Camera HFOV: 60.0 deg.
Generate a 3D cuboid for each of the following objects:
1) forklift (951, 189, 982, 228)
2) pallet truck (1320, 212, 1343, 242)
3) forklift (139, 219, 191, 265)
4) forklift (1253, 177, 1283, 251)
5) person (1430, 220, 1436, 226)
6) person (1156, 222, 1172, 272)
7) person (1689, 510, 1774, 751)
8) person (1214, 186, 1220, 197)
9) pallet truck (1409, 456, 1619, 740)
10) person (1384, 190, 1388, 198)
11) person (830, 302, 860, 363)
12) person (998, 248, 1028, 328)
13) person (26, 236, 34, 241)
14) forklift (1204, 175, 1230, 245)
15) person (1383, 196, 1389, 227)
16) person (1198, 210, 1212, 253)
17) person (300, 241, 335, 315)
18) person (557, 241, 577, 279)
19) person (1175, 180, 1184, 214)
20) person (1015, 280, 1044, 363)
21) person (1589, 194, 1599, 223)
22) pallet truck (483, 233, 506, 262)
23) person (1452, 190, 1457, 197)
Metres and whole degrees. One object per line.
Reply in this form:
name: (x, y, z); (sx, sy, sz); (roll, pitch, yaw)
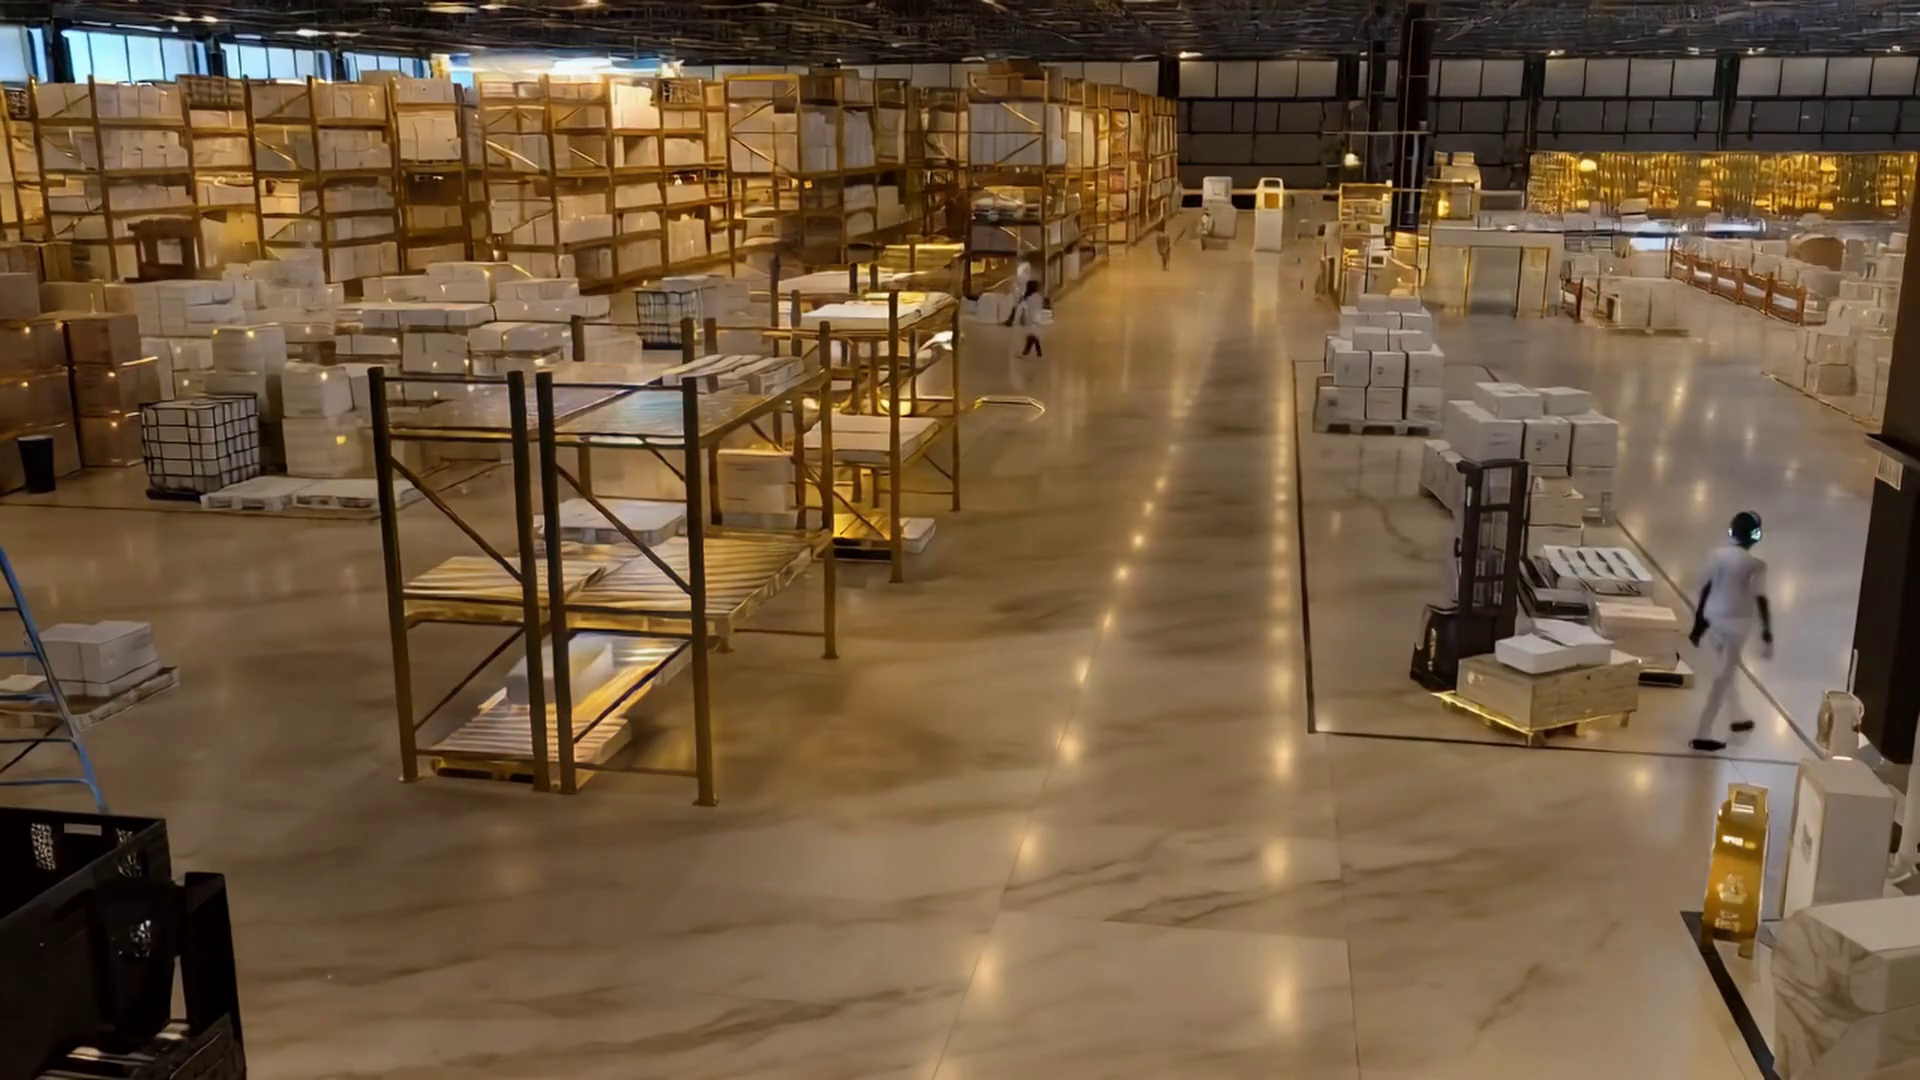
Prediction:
forklift: (0.218, -9.591, 52.142); (1.129, 2.768, 1.873); (3, 14, 10)
pallet truck: (15.874, -13.227, 70.310); (0.680, 1.201, 1.601); (10, 17, 35)
forklift: (-16.418, -5.282, 34.650); (1.129, 2.768, 1.873); (-3, 14, -13)
forklift: (12.083, -12.747, 64.956); (1.129, 2.768, 1.873); (3, 14, 10)
person: (18.882, -12.432, 65.648); (0.848, 1.910, 0.628); (1, 14, 2)
person: (6.739, -9.692, 55.012); (0.552, 1.675, 0.361); (2, 14, 6)
person: (5.930, 0.682, 12.598); (0.900, 1.822, 0.574); (-6, 15, -24)
person: (13.864, -18.153, 89.326); (0.859, 1.703, 0.504); (12, 18, 41)
pallet truck: (4.504, 0.400, 13.395); (0.823, 1.965, 1.885); (-6, 15, -23)
person: (20.900, -16.288, 81.653); (0.340, 1.749, 0.572); (7, 16, 27)
person: (-2.350, -4.558, 33.753); (0.805, 1.894, 0.598); (-13, 19, -43)
person: (1.427, -5.978, 39.530); (0.987, 1.885, 0.563); (3, 14, 11)
person: (-26.885, -7.990, 48.208); (0.310, 1.639, 0.522); (11, 17, 37)
forklift: (10.602, -13.653, 68.637); (1.129, 2.768, 1.873); (3, 14, 10)
person: (18.914, -14.333, 73.585); (0.432, 1.813, 0.614); (3, 14, 13)
person: (9.392, -11.827, 63.742); (0.536, 1.652, 0.867); (3, 14, 12)
person: (-16.367, -6.646, 42.241); (0.879, 1.873, 0.673); (1, 14, 4)
person: (-9.690, -6.443, 41.263); (0.640, 1.951, 0.603); (9, 17, 33)
person: (12.293, -19.188, 93.108); (0.547, 1.906, 0.857); (5, 15, 18)
person: (1.402, -4.433, 33.707); (0.843, 1.659, 0.551); (9, 17, 33)
person: (27.950, -14.391, 73.673); (0.792, 1.880, 0.671); (2, 14, 9)
pallet truck: (-11.832, -7.026, 43.548); (1.885, 1.965, 0.823); (8, 16, 28)
person: (23.782, -15.908, 79.953); (0.453, 1.830, 0.559); (-1, 14, -4)
